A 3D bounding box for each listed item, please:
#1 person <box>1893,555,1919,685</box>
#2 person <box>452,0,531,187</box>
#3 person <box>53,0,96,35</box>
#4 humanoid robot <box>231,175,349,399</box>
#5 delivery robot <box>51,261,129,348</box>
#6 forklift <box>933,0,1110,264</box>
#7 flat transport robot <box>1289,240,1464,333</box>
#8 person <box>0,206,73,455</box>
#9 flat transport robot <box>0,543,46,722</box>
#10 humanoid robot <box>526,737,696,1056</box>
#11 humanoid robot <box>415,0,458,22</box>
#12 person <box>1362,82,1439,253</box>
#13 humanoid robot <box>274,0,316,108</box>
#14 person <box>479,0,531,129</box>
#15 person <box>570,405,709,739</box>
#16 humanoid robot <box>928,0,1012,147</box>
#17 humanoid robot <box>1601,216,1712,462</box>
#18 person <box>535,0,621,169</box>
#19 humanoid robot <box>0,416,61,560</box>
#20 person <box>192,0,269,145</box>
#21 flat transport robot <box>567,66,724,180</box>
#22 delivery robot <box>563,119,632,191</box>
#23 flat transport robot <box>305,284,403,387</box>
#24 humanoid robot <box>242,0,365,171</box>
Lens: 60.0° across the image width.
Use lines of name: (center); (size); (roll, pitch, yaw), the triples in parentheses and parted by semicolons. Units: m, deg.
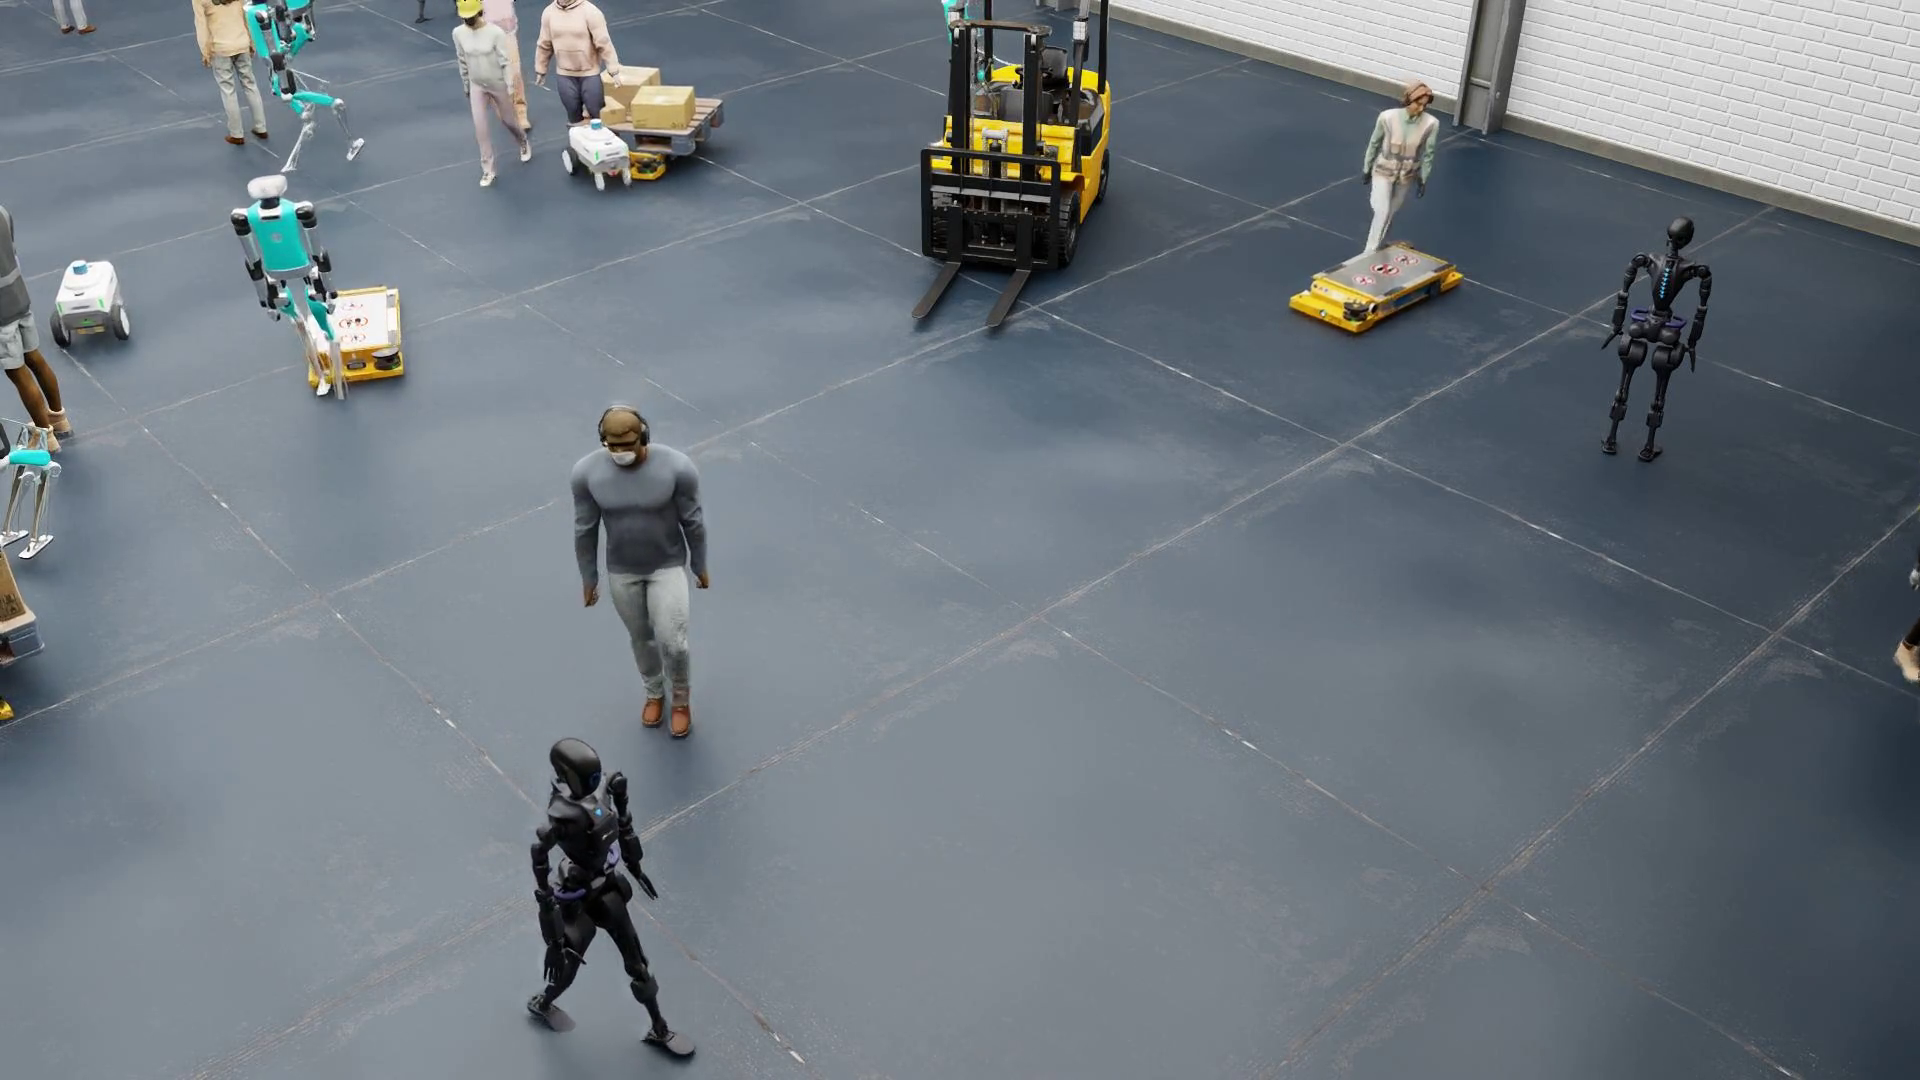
person: (5.237, 0.201, 8.594); (0.537, 1.647, 0.857); (-1, 33, -2)
person: (-4.303, -4.212, 15.311); (0.562, 1.725, 0.812); (4, 33, 6)
person: (-10.373, -6.652, 19.136); (0.474, 1.642, 0.336); (2, 33, 2)
humanoid robot: (-4.587, -1.744, 11.564); (0.543, 1.839, 0.818); (-8, 34, -12)
delivery robot: (-6.671, -1.845, 12.735); (0.499, 0.582, 0.773); (-10, 34, -15)
forklift: (0.570, -3.725, 14.138); (1.214, 2.155, 2.313); (9, 34, 13)
flat transport robot: (3.350, -2.040, 13.309); (1.431, 0.231, 0.659); (-26, 41, -34)
person: (-6.280, -1.504, 10.861); (0.372, 2.043, 0.606); (-2, 33, -3)
flat transport robot: (-5.759, 0.721, 9.066); (0.659, 0.231, 1.431); (-28, 42, -36)
humanoid robot: (-1.508, 1.440, 6.714); (0.781, 1.628, 0.605); (17, 37, 24)
humanoid robot: (-6.280, -7.020, 19.713); (0.588, 1.627, 0.764); (17, 37, 24)
person: (3.529, -2.906, 13.412); (0.514, 1.595, 0.625); (-2, 33, -3)
humanoid robot: (-6.803, -5.105, 16.686); (0.796, 1.794, 0.556); (9, 34, 13)
person: (-4.559, -4.906, 16.371); (0.539, 1.731, 0.755); (-18, 37, -26)
person: (-1.601, 0.186, 8.372); (0.643, 1.922, 0.579); (1, 33, 1)
humanoid robot: (0.219, -4.427, 15.661); (1.050, 1.733, 0.588); (-2, 33, -3)
humanoid robot: (4.541, -1.327, 10.908); (0.599, 1.657, 0.315); (17, 37, 25)
person: (-3.522, -4.342, 15.395); (0.826, 1.853, 0.435); (5, 33, 8)
humanoid robot: (-5.679, -0.697, 9.777); (0.533, 1.675, 0.735); (13, 35, 19)
person: (-7.029, -4.752, 16.016); (0.409, 1.868, 0.569); (24, 40, 32)
flat transport robot: (-2.994, -3.816, 16.038); (0.659, 0.231, 1.431); (7, 34, 11)
delivery robot: (-3.360, -3.609, 15.475); (0.499, 0.614, 0.815); (-19, 37, -26)
flat transport robot: (-4.586, -1.585, 12.609); (0.659, 0.231, 1.431); (-9, 34, -14)
humanoid robot: (-6.065, -4.317, 15.510); (0.998, 1.784, 0.531); (-20, 38, -28)
